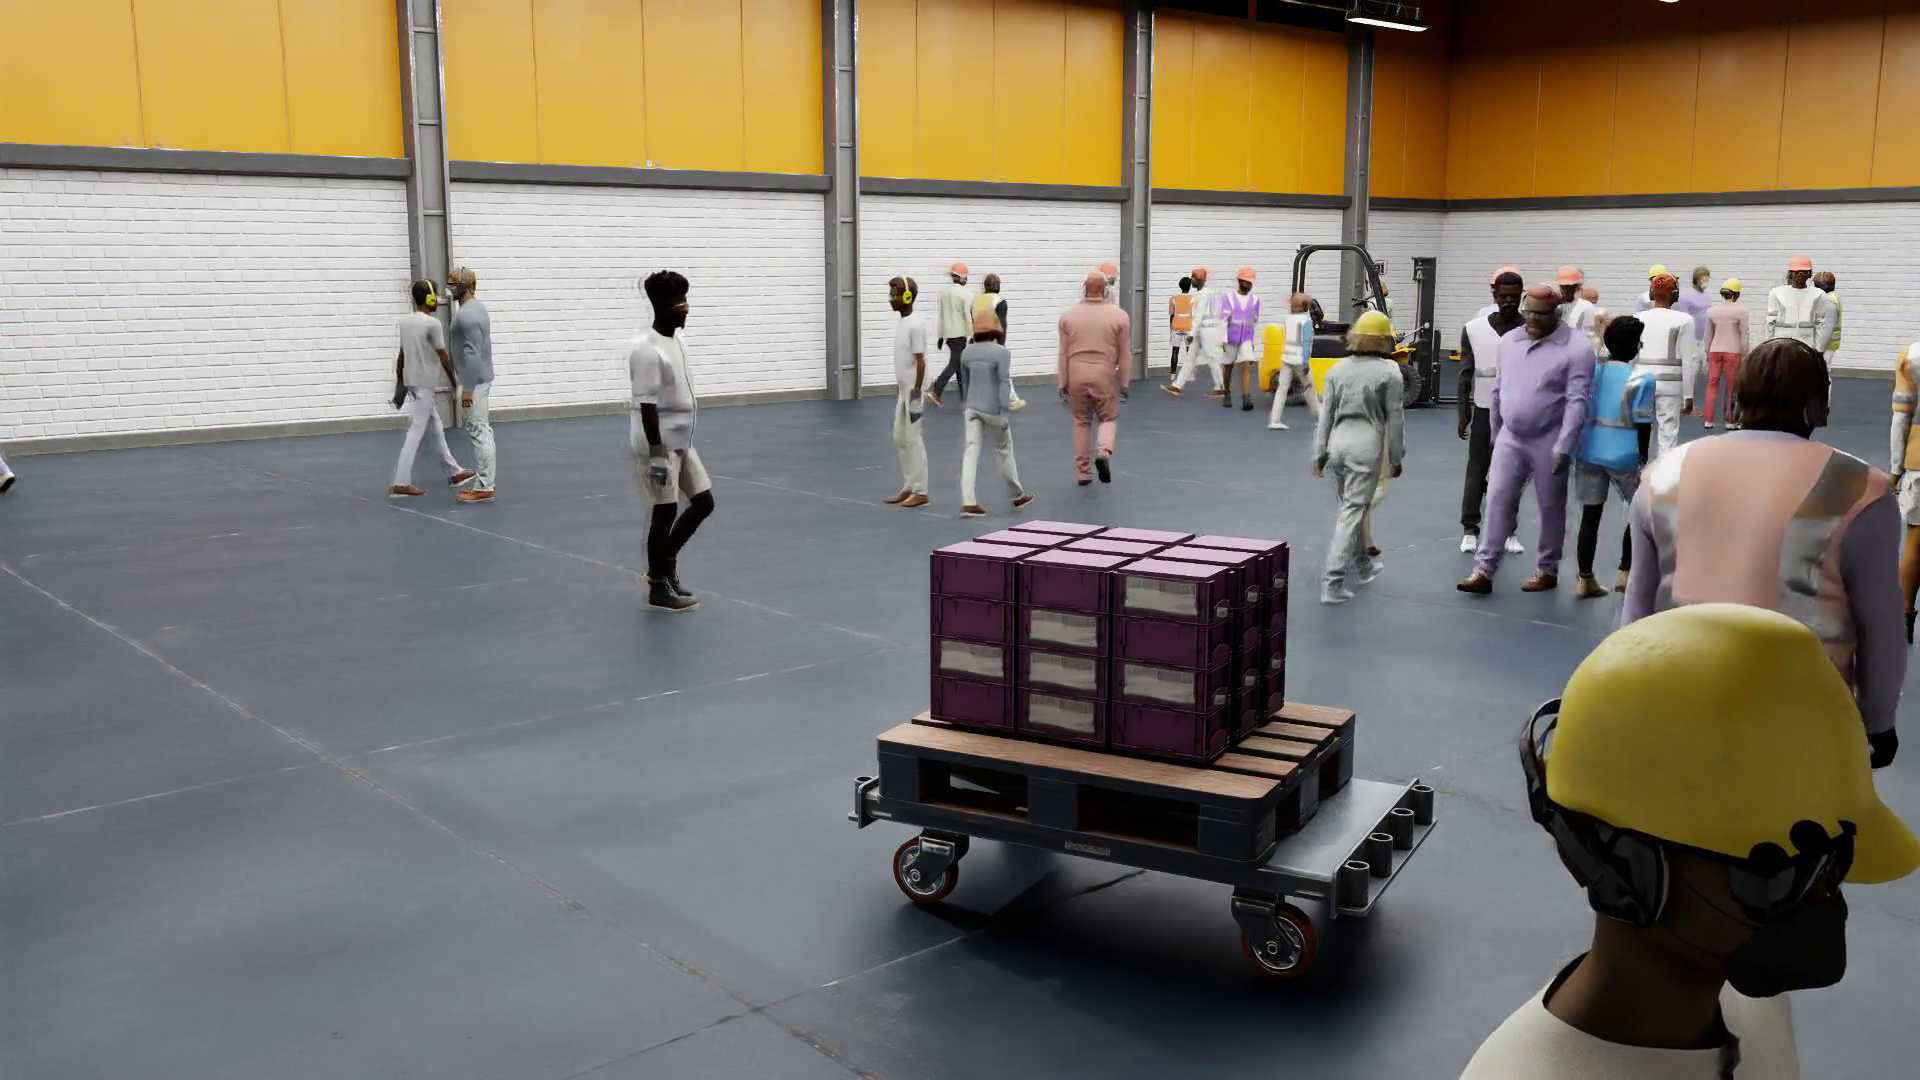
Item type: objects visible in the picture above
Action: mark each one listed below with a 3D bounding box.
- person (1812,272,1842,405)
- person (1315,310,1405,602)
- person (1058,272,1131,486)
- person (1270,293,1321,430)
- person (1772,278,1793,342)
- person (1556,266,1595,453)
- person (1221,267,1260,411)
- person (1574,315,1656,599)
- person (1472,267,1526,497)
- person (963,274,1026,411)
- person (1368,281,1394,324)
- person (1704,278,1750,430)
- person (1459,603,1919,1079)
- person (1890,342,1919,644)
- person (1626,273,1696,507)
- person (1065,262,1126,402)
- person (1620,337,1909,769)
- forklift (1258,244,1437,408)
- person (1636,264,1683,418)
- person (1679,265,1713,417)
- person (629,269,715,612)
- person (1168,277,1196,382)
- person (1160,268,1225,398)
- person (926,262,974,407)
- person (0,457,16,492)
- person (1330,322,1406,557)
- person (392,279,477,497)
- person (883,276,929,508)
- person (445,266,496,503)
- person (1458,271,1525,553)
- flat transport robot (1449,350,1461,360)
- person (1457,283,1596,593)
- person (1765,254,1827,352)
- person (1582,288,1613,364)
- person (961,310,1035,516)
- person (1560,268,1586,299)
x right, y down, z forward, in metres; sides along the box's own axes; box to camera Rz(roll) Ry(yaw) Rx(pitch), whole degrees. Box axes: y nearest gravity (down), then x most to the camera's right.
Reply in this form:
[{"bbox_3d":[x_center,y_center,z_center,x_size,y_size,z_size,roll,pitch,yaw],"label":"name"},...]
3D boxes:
[{"bbox_3d":[10.373,-2.308,20.055,0.430,1.838,0.620,5,11,27],"label":"person"},{"bbox_3d":[2.410,-0.507,9.903,0.486,1.692,0.899,9,13,43],"label":"person"},{"bbox_3d":[1.166,-1.394,14.570,0.647,1.891,0.522,2,10,12],"label":"person"},{"bbox_3d":[3.974,-2.074,19.366,0.848,1.586,0.538,-5,11,-26],"label":"person"},{"bbox_3d":[10.752,-2.537,21.538,0.986,1.793,0.530,-1,10,-6],"label":"person"},{"bbox_3d":[6.189,-1.845,17.114,0.560,1.915,0.739,5,11,26],"label":"person"},{"bbox_3d":[3.701,-2.661,22.015,0.552,1.876,1.052,-1,10,-5],"label":"person"},{"bbox_3d":[3.875,-0.477,9.801,0.499,1.682,0.537,-7,12,-37],"label":"person"},{"bbox_3d":[4.546,-1.328,14.043,0.374,1.930,0.542,-3,10,-18],"label":"person"},{"bbox_3d":[0.410,-2.555,21.669,0.979,1.786,0.636,-9,13,-43],"label":"person"},{"bbox_3d":[6.514,-3.198,25.848,0.501,1.633,0.284,-5,11,-29],"label":"person"},{"bbox_3d":[8.950,-2.166,19.423,0.316,1.769,0.524,-8,13,-40],"label":"person"},{"bbox_3d":[0.556,0.916,1.379,0.314,1.767,0.534,9,13,43],"label":"person"},{"bbox_3d":[5.106,-0.403,8.603,0.545,1.938,0.359,6,11,31],"label":"person"},{"bbox_3d":[5.586,-1.180,13.310,0.573,1.883,0.354,9,14,44],"label":"person"},{"bbox_3d":[1.831,-2.820,22.739,0.935,1.958,0.641,-3,10,-17],"label":"person"},{"bbox_3d":[2.010,0.413,4.175,0.652,1.823,0.618,-7,12,-37],"label":"person"},{"bbox_3d":[5.256,-2.933,22.661,2.313,2.155,1.214,3,10,16],"label":"forklift"},{"bbox_3d":[8.593,-2.435,20.558,0.585,1.917,0.382,-1,10,-6],"label":"person"},{"bbox_3d":[9.268,-2.525,21.124,0.632,1.911,0.569,-6,11,-29],"label":"person"},{"bbox_3d":[-1.638,-0.549,9.422,0.428,1.946,0.629,2,10,12],"label":"person"},{"bbox_3d":[3.621,-3.400,26.879,0.530,1.691,0.321,4,10,20],"label":"person"},{"bbox_3d":[3.375,-2.947,23.770,0.970,1.832,0.596,0,10,2],"label":"person"},{"bbox_3d":[-0.100,-2.768,22.424,0.974,1.960,0.636,-7,12,-37],"label":"person"},{"bbox_3d":[-8.475,-1.207,13.989,0.859,1.711,0.588,-3,10,-17],"label":"person"},{"bbox_3d":[2.641,-0.650,10.989,0.551,1.607,0.589,9,13,43],"label":"person"},{"bbox_3d":[-4.490,-1.297,14.174,0.493,1.814,0.948,9,13,42],"label":"person"},{"bbox_3d":[-0.419,-1.190,13.427,0.342,1.867,0.574,-3,10,-18],"label":"person"},{"bbox_3d":[-4.015,-1.272,13.686,0.354,1.937,0.635,-2,10,-10],"label":"person"},{"bbox_3d":[3.699,-0.867,11.375,0.590,1.918,0.389,1,10,6],"label":"person"},{"bbox_3d":[10.223,-3.576,32.052,1.431,0.197,0.652,5,11,26],"label":"flat transport robot"},{"bbox_3d":[3.338,-0.576,9.827,0.903,1.859,0.676,-8,13,-41],"label":"person"},{"bbox_3d":[9.393,-2.187,18.734,0.605,2.045,0.378,3,10,16],"label":"person"},{"bbox_3d":[8.305,-2.503,21.877,0.580,1.593,0.870,9,13,42],"label":"person"},{"bbox_3d":[0.253,-1.001,13.073,0.519,1.587,0.843,8,12,38],"label":"person"},{"bbox_3d":[8.283,-2.754,22.572,0.680,1.871,0.607,-7,12,-36],"label":"person"}]
